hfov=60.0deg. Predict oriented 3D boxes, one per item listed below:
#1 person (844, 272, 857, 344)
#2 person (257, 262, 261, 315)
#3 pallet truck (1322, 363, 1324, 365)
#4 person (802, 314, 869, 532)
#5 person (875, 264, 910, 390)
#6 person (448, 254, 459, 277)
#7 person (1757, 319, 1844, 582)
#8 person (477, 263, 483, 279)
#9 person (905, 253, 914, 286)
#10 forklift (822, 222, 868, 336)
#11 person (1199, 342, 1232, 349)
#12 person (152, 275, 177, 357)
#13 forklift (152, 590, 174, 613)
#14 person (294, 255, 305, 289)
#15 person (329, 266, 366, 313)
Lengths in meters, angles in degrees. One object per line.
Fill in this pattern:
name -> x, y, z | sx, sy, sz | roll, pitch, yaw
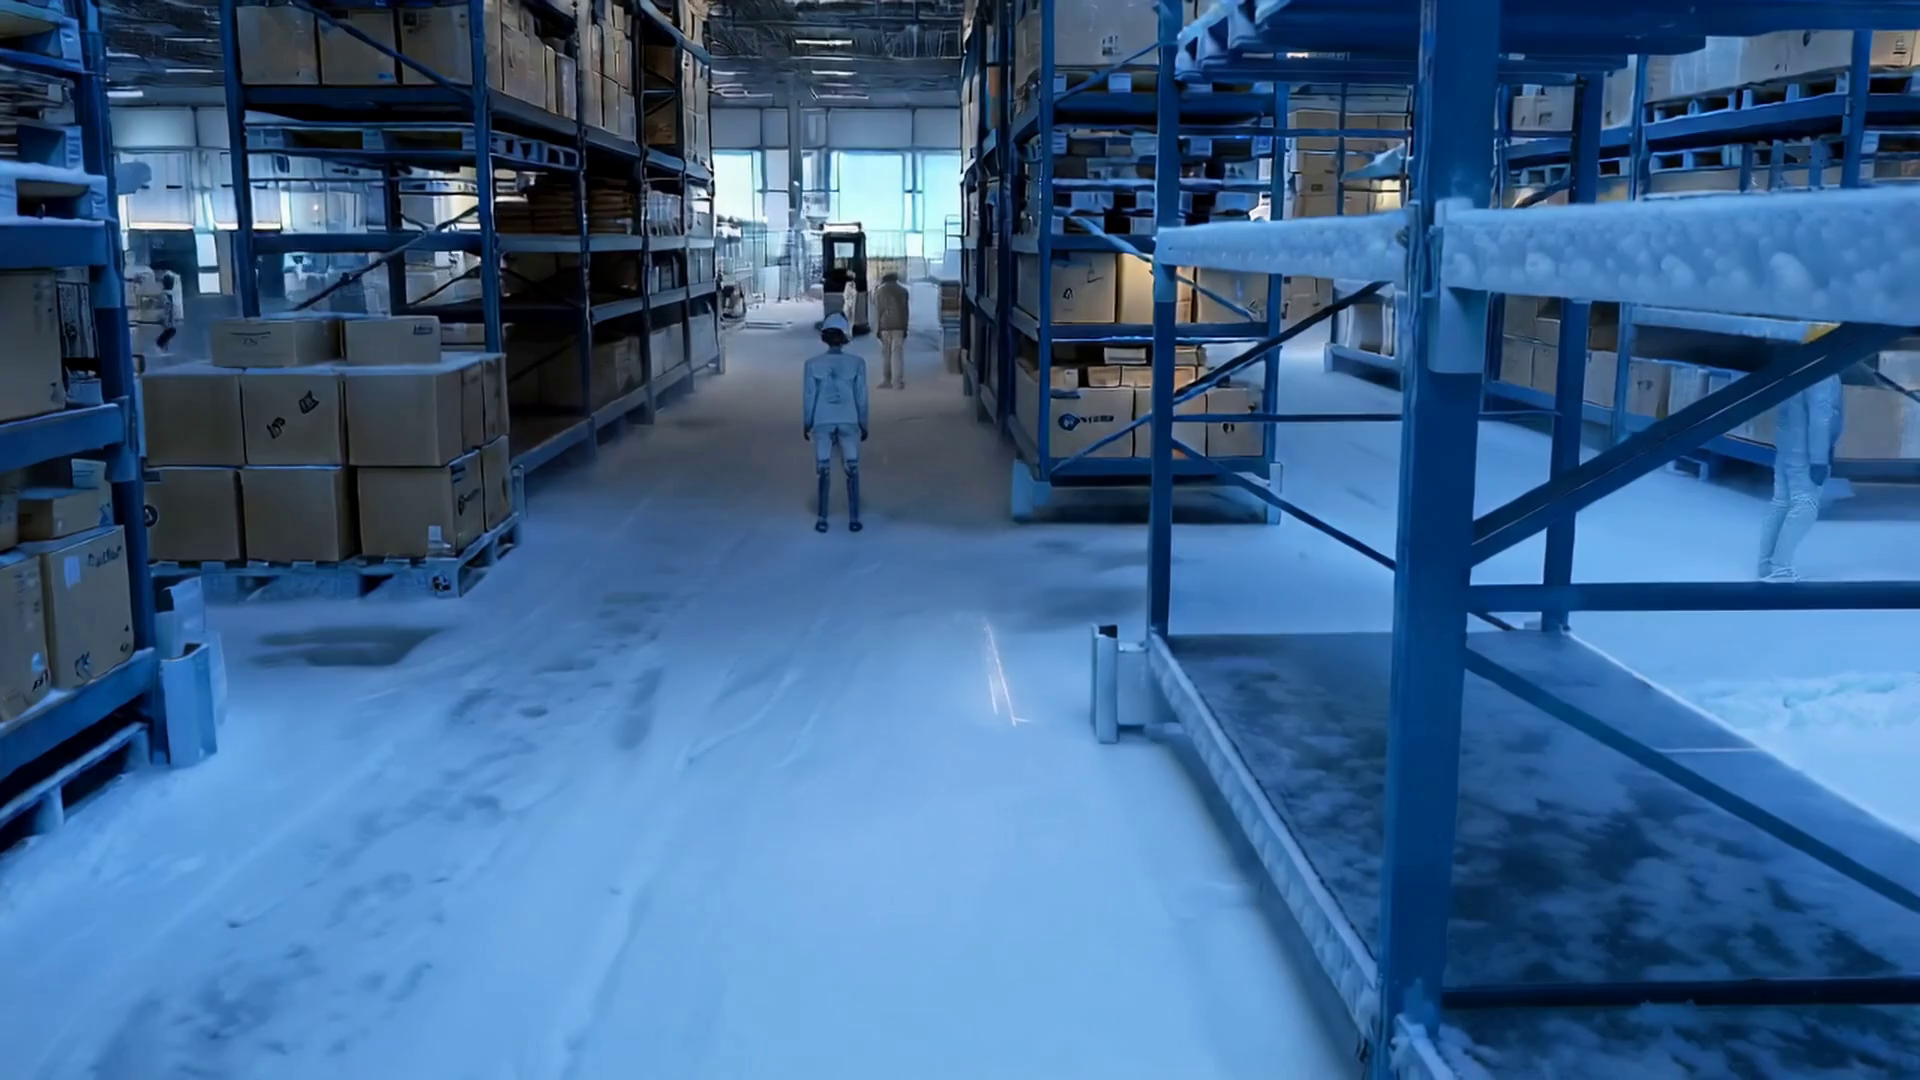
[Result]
person -> -2.526, -5.363, 38.457 | 0.311, 1.638, 0.523 | 2, 10, 9
person -> -22.165, -7.961, 52.281 | 0.424, 1.867, 0.614 | -8, 13, -37
pallet truck -> 7.712, -4.157, 30.737 | 1.885, 1.965, 0.823 | 3, 11, 16
person -> -1.005, -0.941, 13.470 | 0.534, 1.767, 0.319 | -1, 10, -5
person -> -1.090, -3.387, 26.481 | 0.608, 1.986, 0.391 | 7, 13, 35
person -> -17.395, -8.820, 56.954 | 0.900, 1.921, 0.609 | -8, 13, -38
person -> 5.699, -0.590, 11.200 | 0.421, 1.886, 0.649 | 2, 10, 12
person -> -16.713, -9.126, 58.646 | 0.586, 1.920, 0.396 | -5, 11, -27
person -> -1.899, -10.288, 65.199 | 0.872, 1.897, 0.606 | 0, 10, 1
forklift -> -2.867, -6.502, 41.343 | 1.129, 2.768, 1.873 | 0, 10, -2
person -> 5.637, -5.156, 36.630 | 1.005, 1.895, 0.644 | -5, 11, -25
person -> -16.122, -4.520, 33.658 | 0.501, 1.678, 0.544 | -10, 14, -43
forklift -> -5.858, -0.811, 9.639 | 1.873, 2.768, 1.129 | -1, 10, -3
person -> -25.667, -10.142, 64.545 | 0.732, 1.840, 0.520 | 4, 11, 20
person -> -10.166, -3.586, 27.723 | 0.372, 1.940, 0.630 | 9, 13, 40
